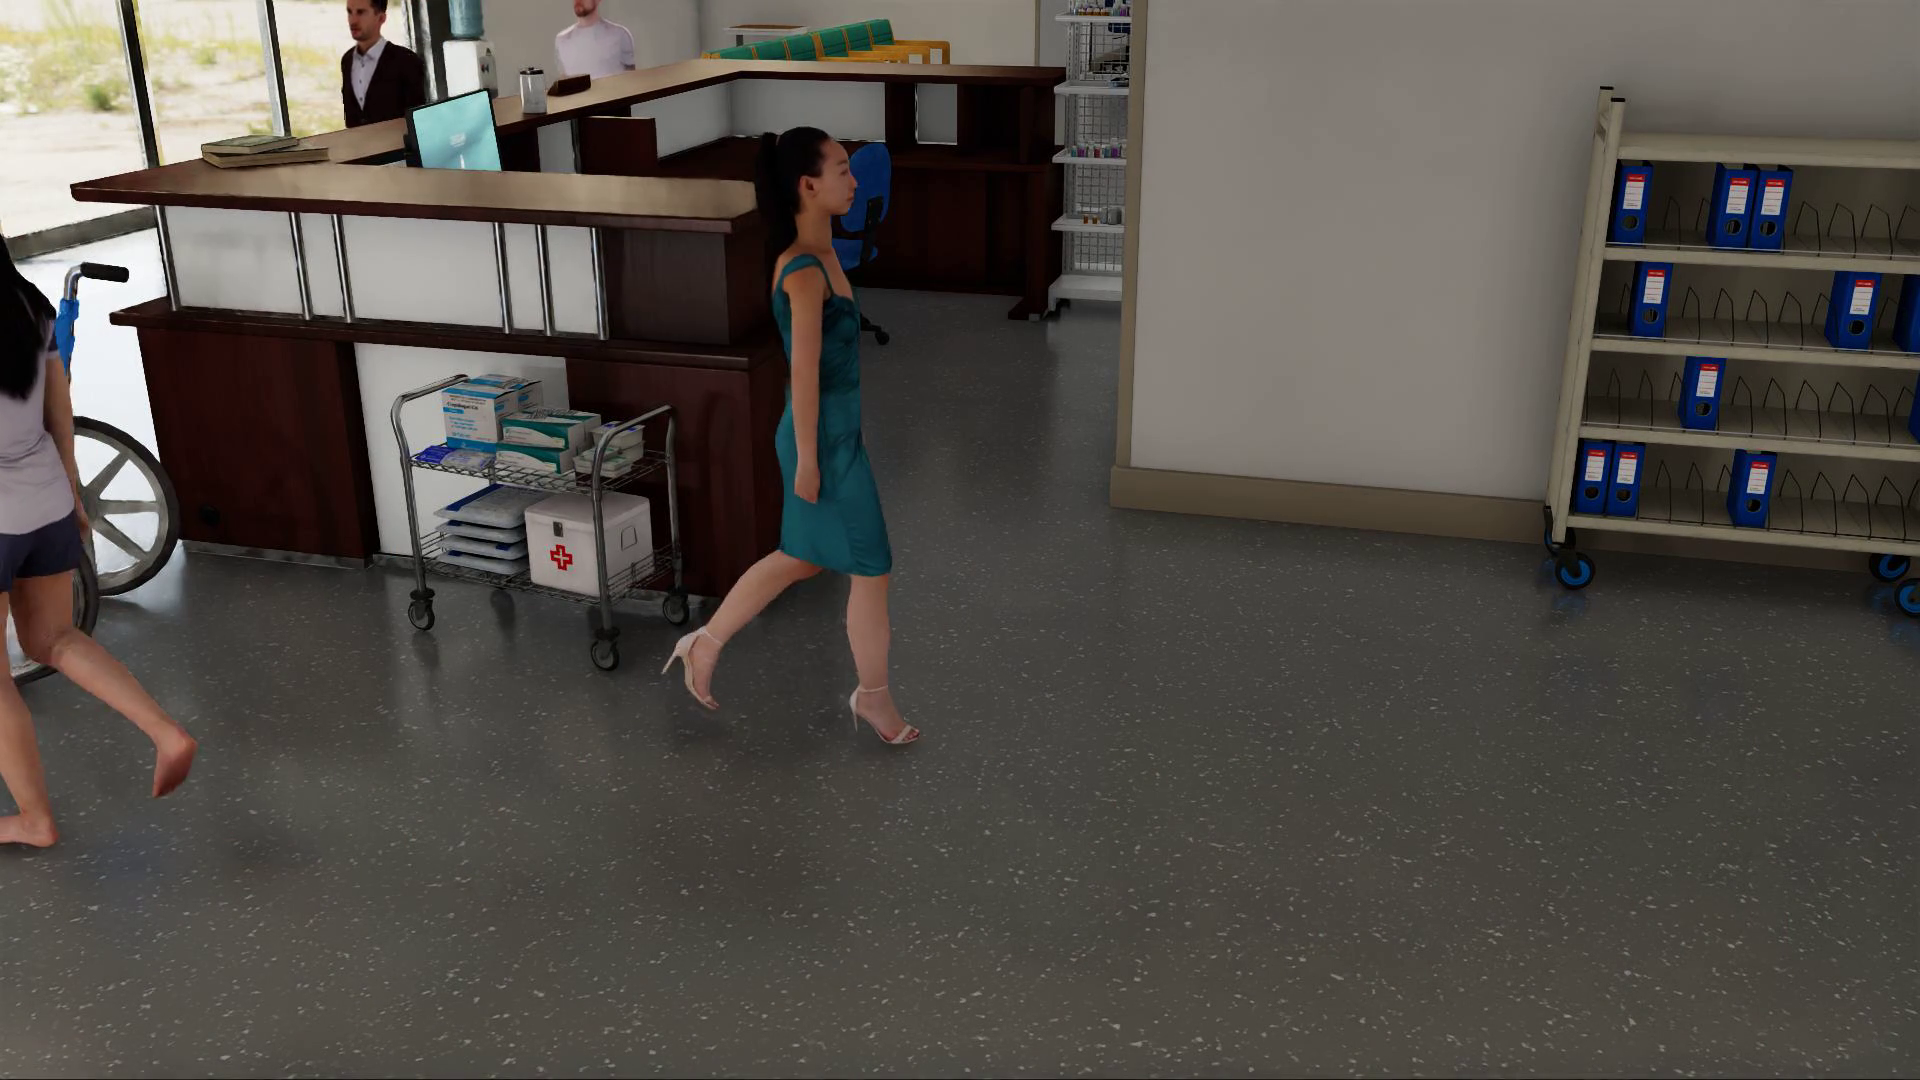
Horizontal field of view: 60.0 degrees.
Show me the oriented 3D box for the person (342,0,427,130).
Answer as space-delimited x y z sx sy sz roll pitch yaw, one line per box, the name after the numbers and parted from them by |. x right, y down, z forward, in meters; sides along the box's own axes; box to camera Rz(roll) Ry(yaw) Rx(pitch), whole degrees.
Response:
-2.830 -1.830 8.373 0.766 1.852 0.763 7 22 18 | person

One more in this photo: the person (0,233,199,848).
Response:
-2.170 -0.040 3.871 0.777 1.693 0.593 5 21 12 | person

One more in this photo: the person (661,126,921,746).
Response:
-0.449 -0.226 4.403 1.002 1.665 0.744 -1 21 -3 | person

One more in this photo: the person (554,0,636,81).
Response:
-2.161 -2.509 10.206 0.685 1.823 0.727 5 21 13 | person
